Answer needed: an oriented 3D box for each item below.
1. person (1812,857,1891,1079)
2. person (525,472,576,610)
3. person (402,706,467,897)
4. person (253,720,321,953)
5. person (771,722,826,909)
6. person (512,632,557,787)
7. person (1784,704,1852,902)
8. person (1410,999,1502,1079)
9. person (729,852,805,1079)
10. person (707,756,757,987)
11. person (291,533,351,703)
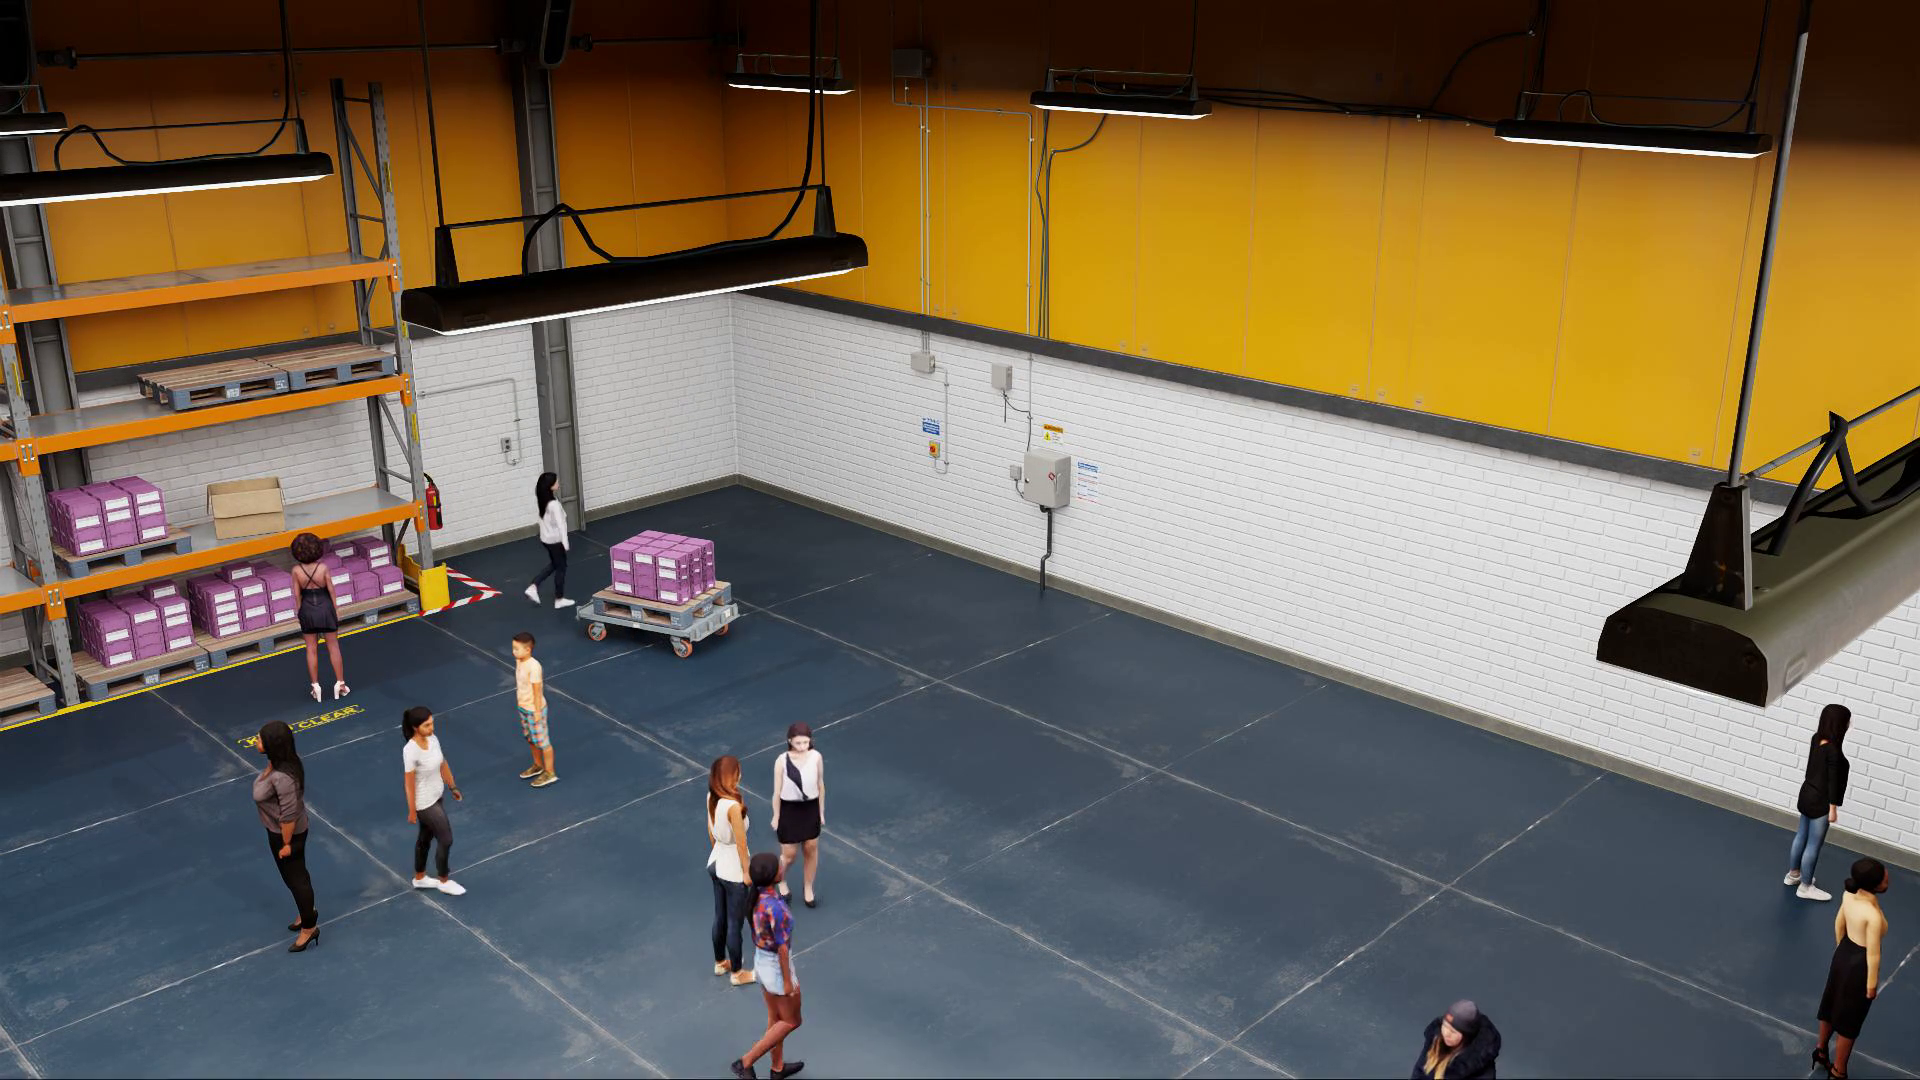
[{"bbox_3d":[5.899,2.847,10.986,0.713,1.653,0.660,-1,19,-3],"label":"person"},{"bbox_3d":[-4.799,0.033,19.298,0.807,1.681,0.665,-15,24,-38],"label":"person"},{"bbox_3d":[-4.343,2.085,13.297,0.859,1.623,0.808,1,19,3],"label":"person"},{"bbox_3d":[-5.066,2.211,12.578,0.736,1.842,0.734,-7,20,-20],"label":"person"},{"bbox_3d":[-1.284,2.157,13.066,0.683,1.634,0.749,-8,20,-22],"label":"person"},{"bbox_3d":[-3.897,1.524,15.222,0.475,1.457,0.510,-17,25,-41],"label":"person"},{"bbox_3d":[6.872,2.069,13.308,0.707,1.647,0.640,1,19,2],"label":"person"},{"bbox_3d":[2.892,3.339,9.565,1.185,1.627,0.968,-6,20,-18],"label":"person"},{"bbox_3d":[-1.287,2.850,10.860,0.860,1.728,0.708,-11,21,-29],"label":"person"},{"bbox_3d":[-1.692,2.400,12.113,0.552,1.782,0.616,-14,23,-36],"label":"person"},{"bbox_3d":[-6.528,0.780,16.910,0.628,1.789,0.717,-4,19,-12],"label":"person"}]
